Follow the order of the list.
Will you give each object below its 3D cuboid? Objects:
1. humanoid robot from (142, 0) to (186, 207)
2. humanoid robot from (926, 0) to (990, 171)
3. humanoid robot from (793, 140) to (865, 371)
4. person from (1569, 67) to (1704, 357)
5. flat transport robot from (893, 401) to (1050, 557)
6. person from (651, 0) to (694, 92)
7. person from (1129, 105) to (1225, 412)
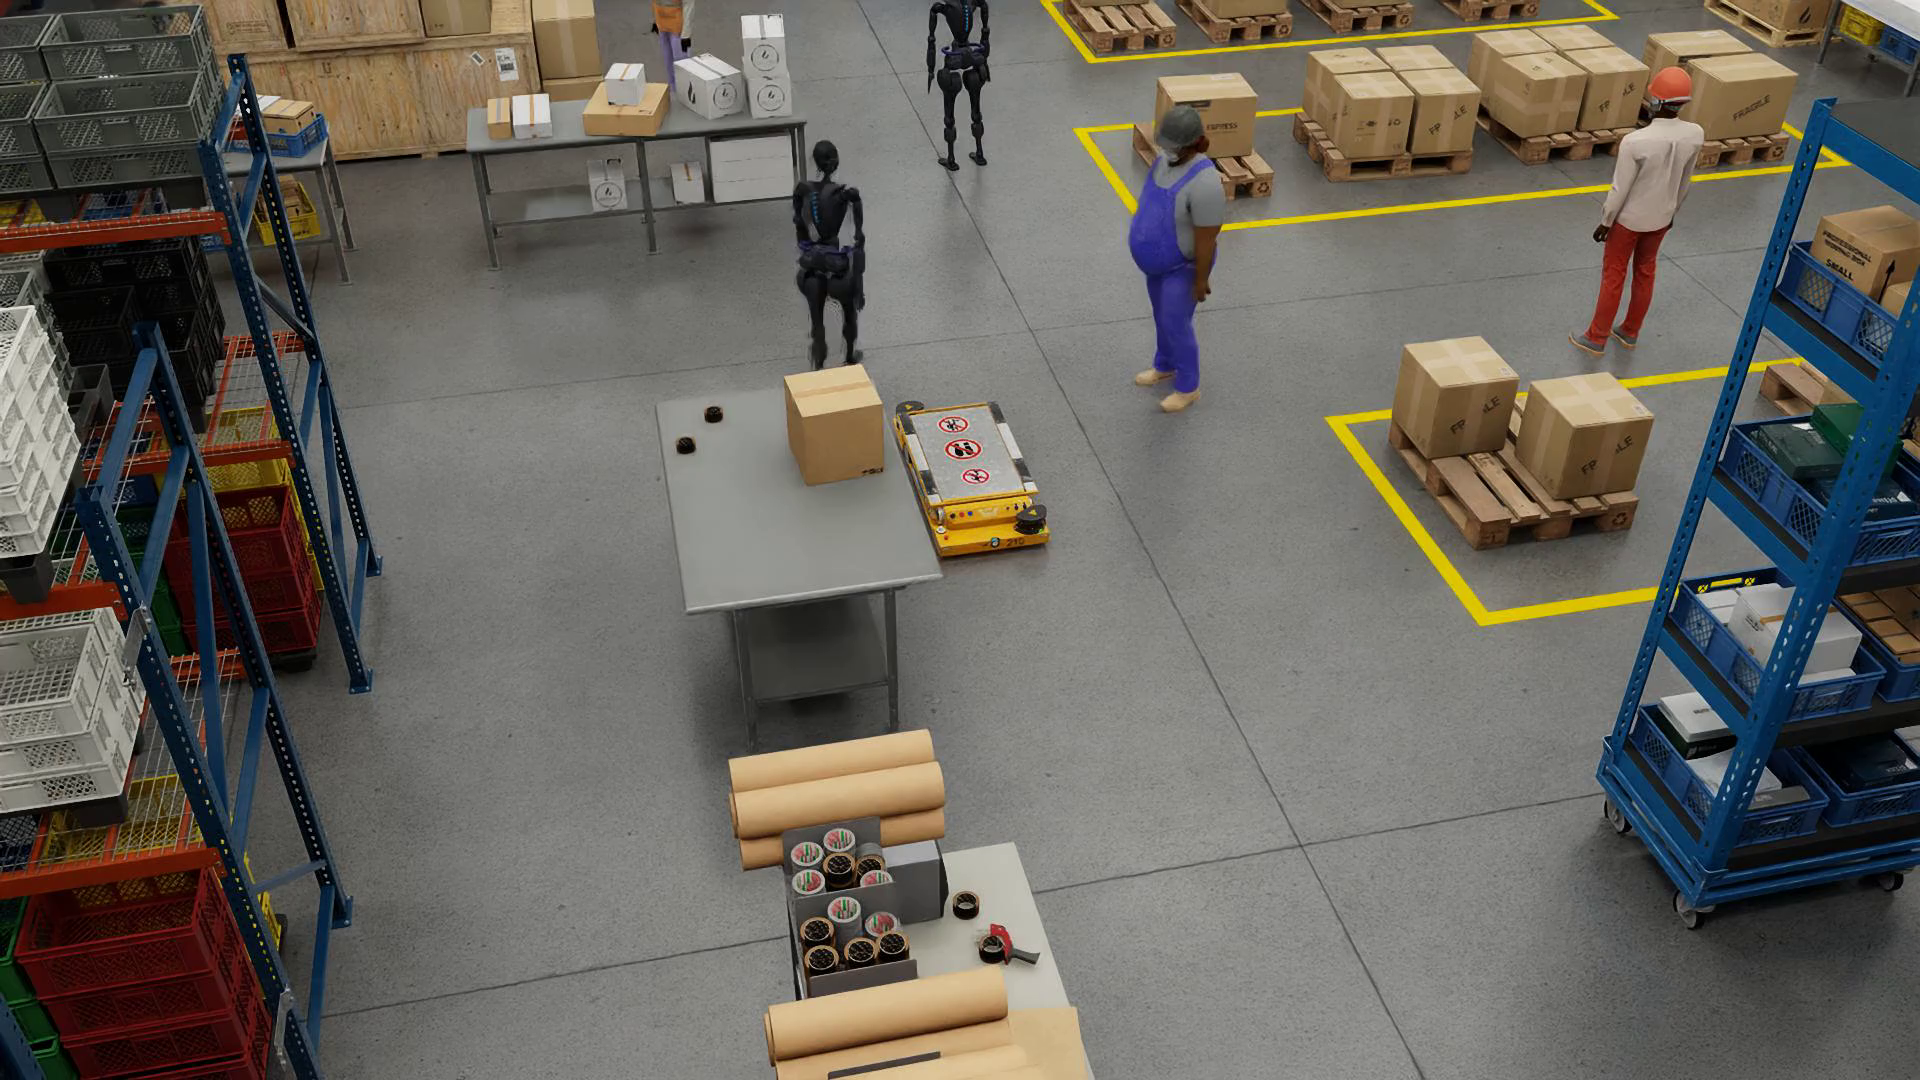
[{"bbox_3d":[-6.164,-3.359,12.903,0.619,1.623,0.608,-14,39,-19],"label":"humanoid robot"},{"bbox_3d":[0.004,-3.864,13.566,0.572,1.652,0.339,-15,39,-19],"label":"humanoid robot"},{"bbox_3d":[-0.860,-1.747,10.758,0.588,1.612,0.680,13,39,17],"label":"humanoid robot"},{"bbox_3d":[4.491,-2.147,10.995,0.610,1.995,0.377,-11,38,-15],"label":"person"},{"bbox_3d":[0.046,-0.430,10.108,0.652,0.197,1.431,-8,37,-10],"label":"flat transport robot"},{"bbox_3d":[-2.452,-4.371,14.042,0.383,1.922,0.592,-23,42,-27],"label":"person"},{"bbox_3d":[1.326,-1.808,10.501,0.541,2.000,0.738,-11,38,-15],"label":"person"}]
